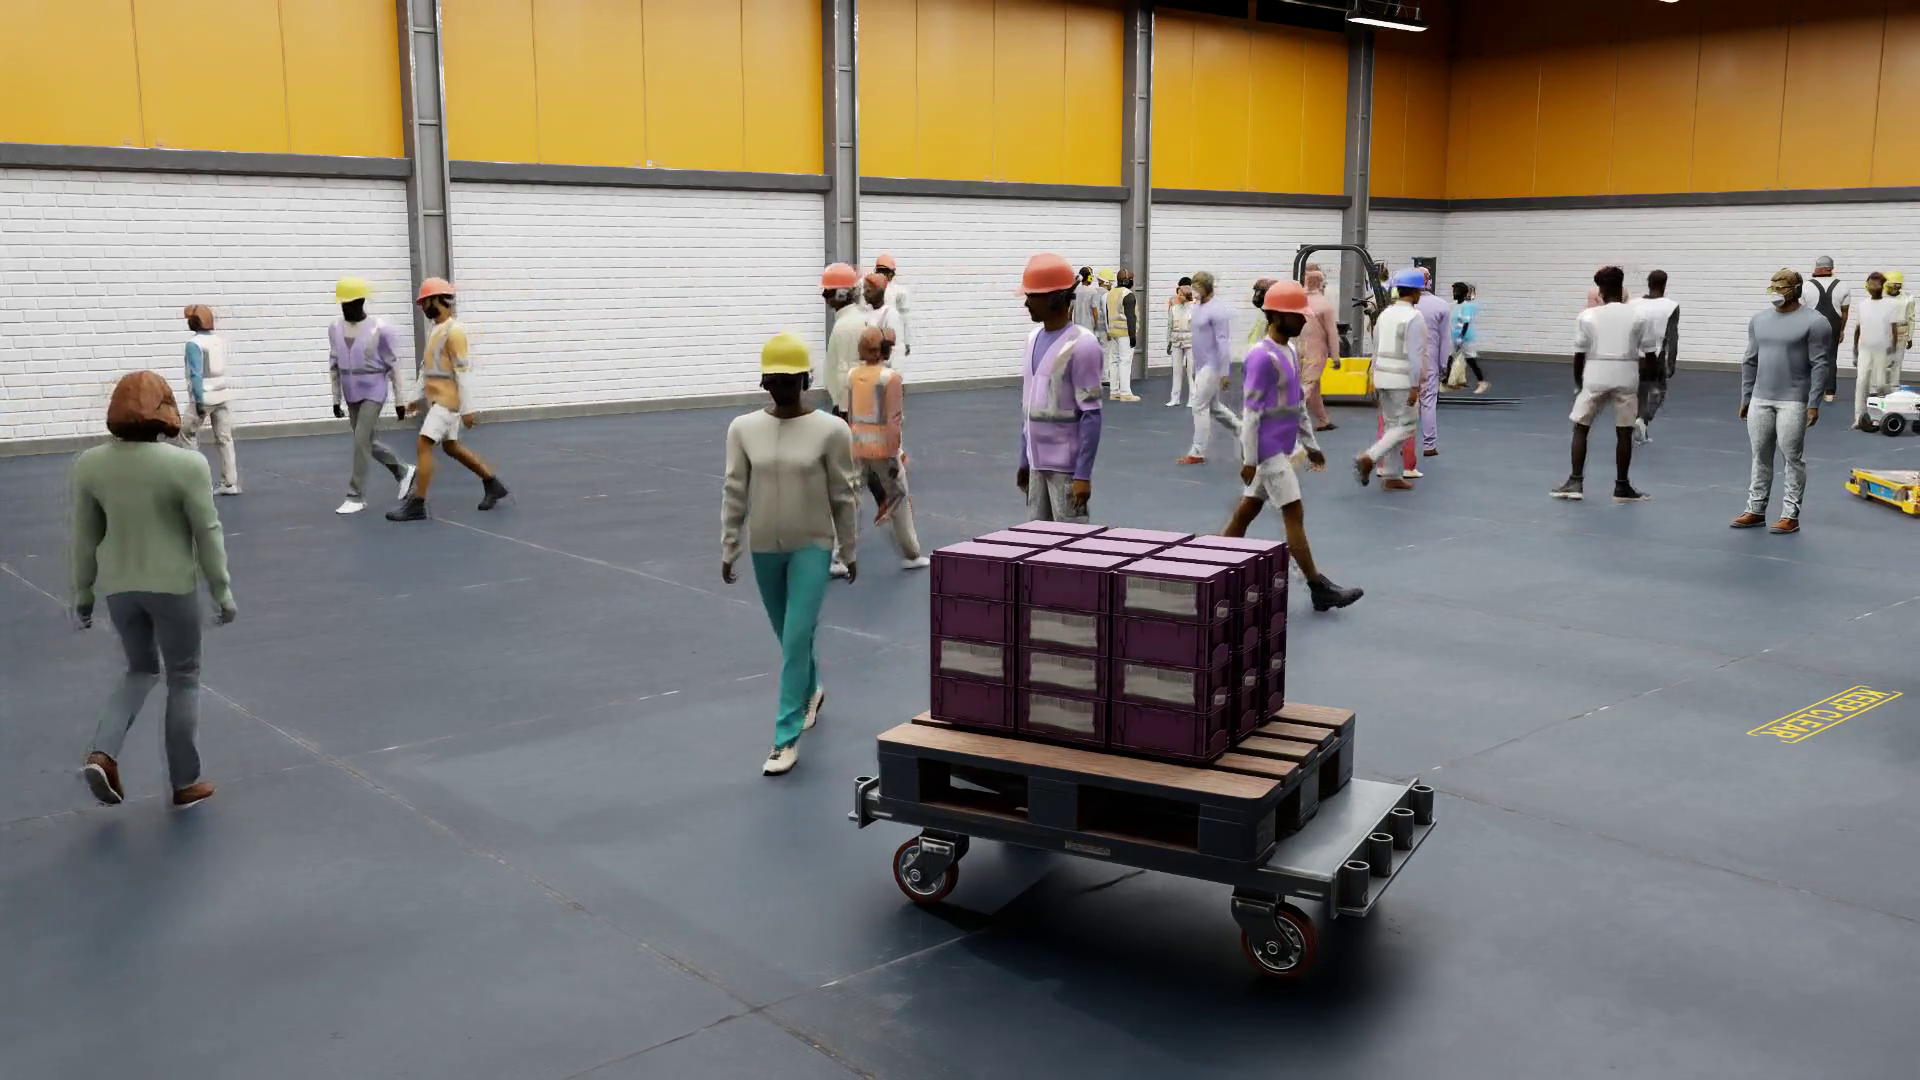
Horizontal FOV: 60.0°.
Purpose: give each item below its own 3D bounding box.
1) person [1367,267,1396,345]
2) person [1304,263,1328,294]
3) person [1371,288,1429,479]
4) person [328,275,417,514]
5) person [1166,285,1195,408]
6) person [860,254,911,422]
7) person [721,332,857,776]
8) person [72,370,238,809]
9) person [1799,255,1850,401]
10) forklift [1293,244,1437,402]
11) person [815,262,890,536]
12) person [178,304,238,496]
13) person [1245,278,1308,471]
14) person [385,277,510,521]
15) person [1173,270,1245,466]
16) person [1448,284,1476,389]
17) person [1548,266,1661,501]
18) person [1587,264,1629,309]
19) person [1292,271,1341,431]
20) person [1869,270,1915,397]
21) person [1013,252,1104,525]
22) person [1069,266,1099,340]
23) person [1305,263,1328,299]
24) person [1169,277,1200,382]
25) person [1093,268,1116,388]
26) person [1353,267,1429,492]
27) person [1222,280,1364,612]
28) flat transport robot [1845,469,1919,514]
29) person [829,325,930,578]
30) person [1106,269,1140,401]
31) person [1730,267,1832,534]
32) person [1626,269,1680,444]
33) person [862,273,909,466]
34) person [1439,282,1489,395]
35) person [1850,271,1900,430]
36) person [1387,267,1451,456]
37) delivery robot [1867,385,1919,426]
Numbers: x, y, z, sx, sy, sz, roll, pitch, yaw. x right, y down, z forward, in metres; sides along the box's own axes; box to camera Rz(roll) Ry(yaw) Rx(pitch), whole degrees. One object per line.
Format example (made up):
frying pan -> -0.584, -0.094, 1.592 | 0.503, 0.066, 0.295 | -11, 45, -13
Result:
person -> 7.089, -3.672, 28.006 | 0.513, 1.845, 0.334 | -4, 11, -23
person -> 5.955, -3.762, 28.354 | 0.643, 1.910, 0.400 | -6, 11, -31
person -> 4.014, -1.442, 15.184 | 0.523, 1.769, 0.315 | 7, 12, 34
person -> -4.712, -1.179, 13.319 | 0.601, 1.885, 0.854 | 4, 10, 21
person -> 3.009, -2.591, 22.292 | 0.521, 1.636, 0.311 | 7, 12, 34
person -> -0.905, -2.441, 20.225 | 0.616, 2.040, 0.372 | -1, 10, -3
person -> -0.683, 0.009, 6.794 | 0.541, 1.728, 0.895 | 2, 10, 13
person -> -2.940, 0.201, 6.003 | 0.523, 1.618, 0.421 | 1, 10, 7
person -> 12.000, -2.955, 23.243 | 0.684, 2.000, 0.536 | 3, 10, 15
forklift -> 5.256, -2.933, 22.661 | 2.313, 2.155, 1.214 | 3, 10, 16
person -> -0.757, -0.991, 11.924 | 0.548, 1.978, 0.628 | 1, 10, 4
person -> -6.408, -1.170, 14.004 | 0.632, 1.613, 0.534 | 1, 10, 8
person -> 2.852, -1.462, 15.143 | 0.516, 1.833, 0.638 | 0, 10, 2
person -> -3.997, -1.107, 12.944 | 0.984, 1.863, 0.535 | -6, 11, -30
person -> 2.511, -1.662, 16.114 | 0.850, 1.907, 0.670 | -2, 10, -13
person -> 7.652, -3.097, 25.356 | 0.378, 1.605, 0.546 | 3, 10, 18
person -> 5.323, -1.271, 13.693 | 0.854, 1.937, 0.447 | 3, 10, 18
person -> 9.260, -3.004, 23.942 | 0.643, 1.902, 0.400 | -2, 10, -13
person -> 4.004, -2.124, 18.937 | 1.008, 1.860, 0.666 | -6, 11, -32
person -> 12.984, -2.840, 23.217 | 0.591, 1.825, 0.403 | 3, 10, 16
person -> 0.457, -0.391, 8.238 | 0.394, 2.038, 0.605 | -5, 11, -27
person -> 1.848, -3.124, 24.733 | 0.513, 1.871, 0.329 | 8, 12, 38
person -> 5.120, -3.045, 24.133 | 0.481, 1.923, 0.646 | 0, 10, 1
person -> 3.626, -3.402, 26.888 | 0.530, 1.689, 0.317 | 4, 11, 23
person -> 2.230, -3.262, 25.649 | 0.404, 1.832, 0.589 | -3, 10, -17
person -> 3.650, -1.340, 14.107 | 0.669, 1.930, 0.632 | -3, 10, -19
person -> 1.842, -0.538, 9.554 | 0.981, 1.884, 0.561 | 4, 11, 24
flat transport robot -> 7.782, -0.401, 13.459 | 0.652, 0.197, 1.431 | 1, 10, 8
person -> -0.543, -0.559, 10.517 | 0.529, 1.595, 0.847 | 9, 13, 43
person -> 2.295, -2.858, 23.254 | 0.429, 1.842, 0.636 | -4, 11, -24
person -> 6.011, -1.016, 12.185 | 0.354, 1.937, 0.635 | -6, 11, -30
person -> 7.322, -1.933, 17.733 | 0.611, 1.893, 0.610 | -9, 13, -43
person -> -0.746, -1.471, 15.040 | 0.411, 1.867, 0.591 | -4, 11, -23
person -> 7.350, -2.939, 24.267 | 0.866, 1.655, 0.528 | -3, 10, -18
person -> 10.752, -2.224, 19.511 | 0.517, 1.853, 0.703 | 9, 13, 43
person -> 4.630, -1.796, 16.850 | 0.643, 1.909, 0.410 | 3, 10, 18
delivery robot -> 10.688, -1.509, 18.842 | 0.707, 0.478, 0.477 | 0, 10, -2
